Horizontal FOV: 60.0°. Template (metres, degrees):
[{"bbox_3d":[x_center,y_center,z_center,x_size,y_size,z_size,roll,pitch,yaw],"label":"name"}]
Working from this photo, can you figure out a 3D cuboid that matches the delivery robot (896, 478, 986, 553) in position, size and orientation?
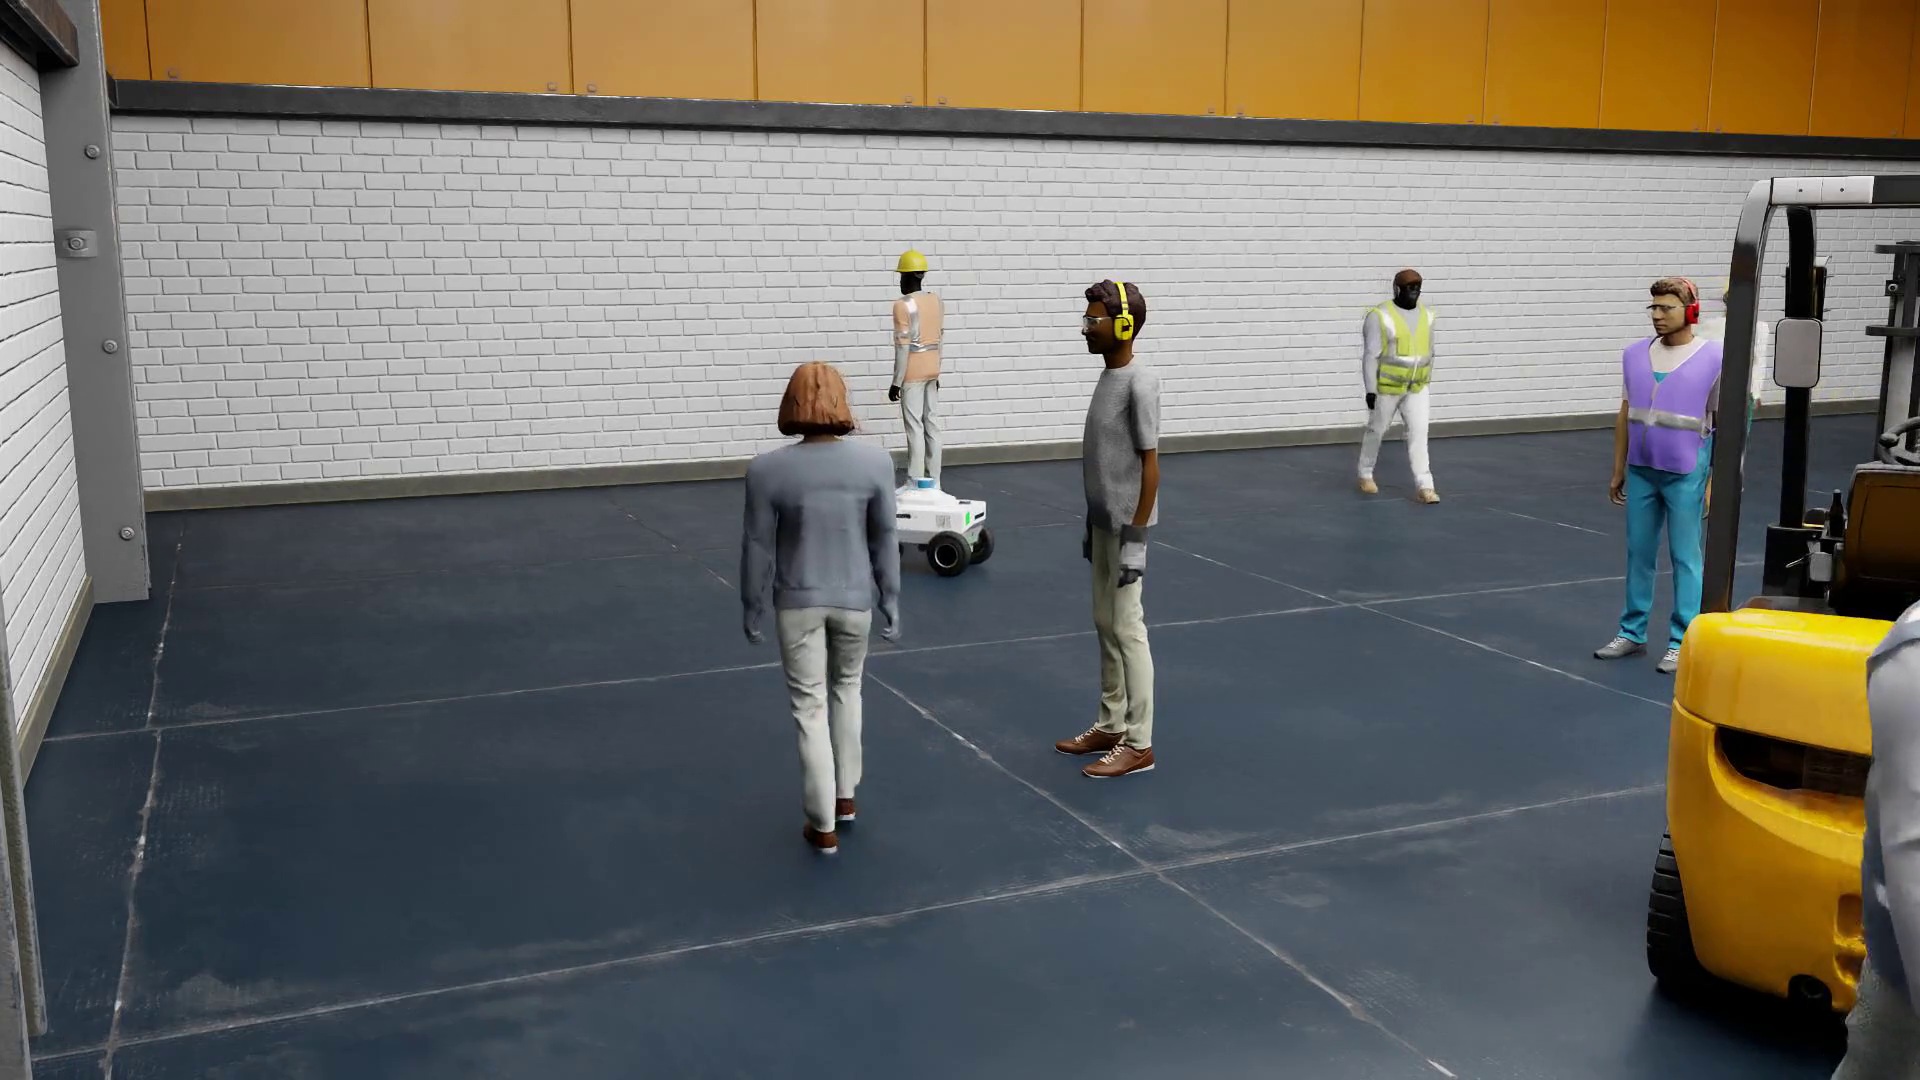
[{"bbox_3d":[-0.212,-0.139,10.204,0.707,0.478,0.477,4,11,20],"label":"delivery robot"}]

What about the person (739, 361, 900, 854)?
[{"bbox_3d":[-0.485,0.209,5.588,0.523,1.613,0.556,-3,11,-18],"label":"person"}]

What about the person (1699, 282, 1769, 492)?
[{"bbox_3d":[5.986,-1.188,12.990,0.527,1.740,0.811,8,13,38],"label":"person"}]

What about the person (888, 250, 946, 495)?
[{"bbox_3d":[-0.353,-1.306,13.107,0.373,1.928,0.584,7,13,35],"label":"person"}]

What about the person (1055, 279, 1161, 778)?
[{"bbox_3d":[0.577,-0.041,6.298,0.323,1.871,0.528,-3,11,-15],"label":"person"}]

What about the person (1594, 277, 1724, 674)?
[{"bbox_3d":[3.337,-0.305,7.816,0.381,1.844,0.566,-7,12,-33],"label":"person"}]

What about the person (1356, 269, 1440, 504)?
[{"bbox_3d":[3.413,-1.209,12.964,0.650,1.794,0.974,-3,11,-14],"label":"person"}]

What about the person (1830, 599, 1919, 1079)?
[{"bbox_3d":[1.707,0.670,2.599,0.623,1.782,0.911,-5,11,-24],"label":"person"}]

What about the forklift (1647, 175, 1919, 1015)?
[{"bbox_3d":[2.810,0.094,4.662,1.214,2.155,2.313,7,12,34],"label":"forklift"}]
